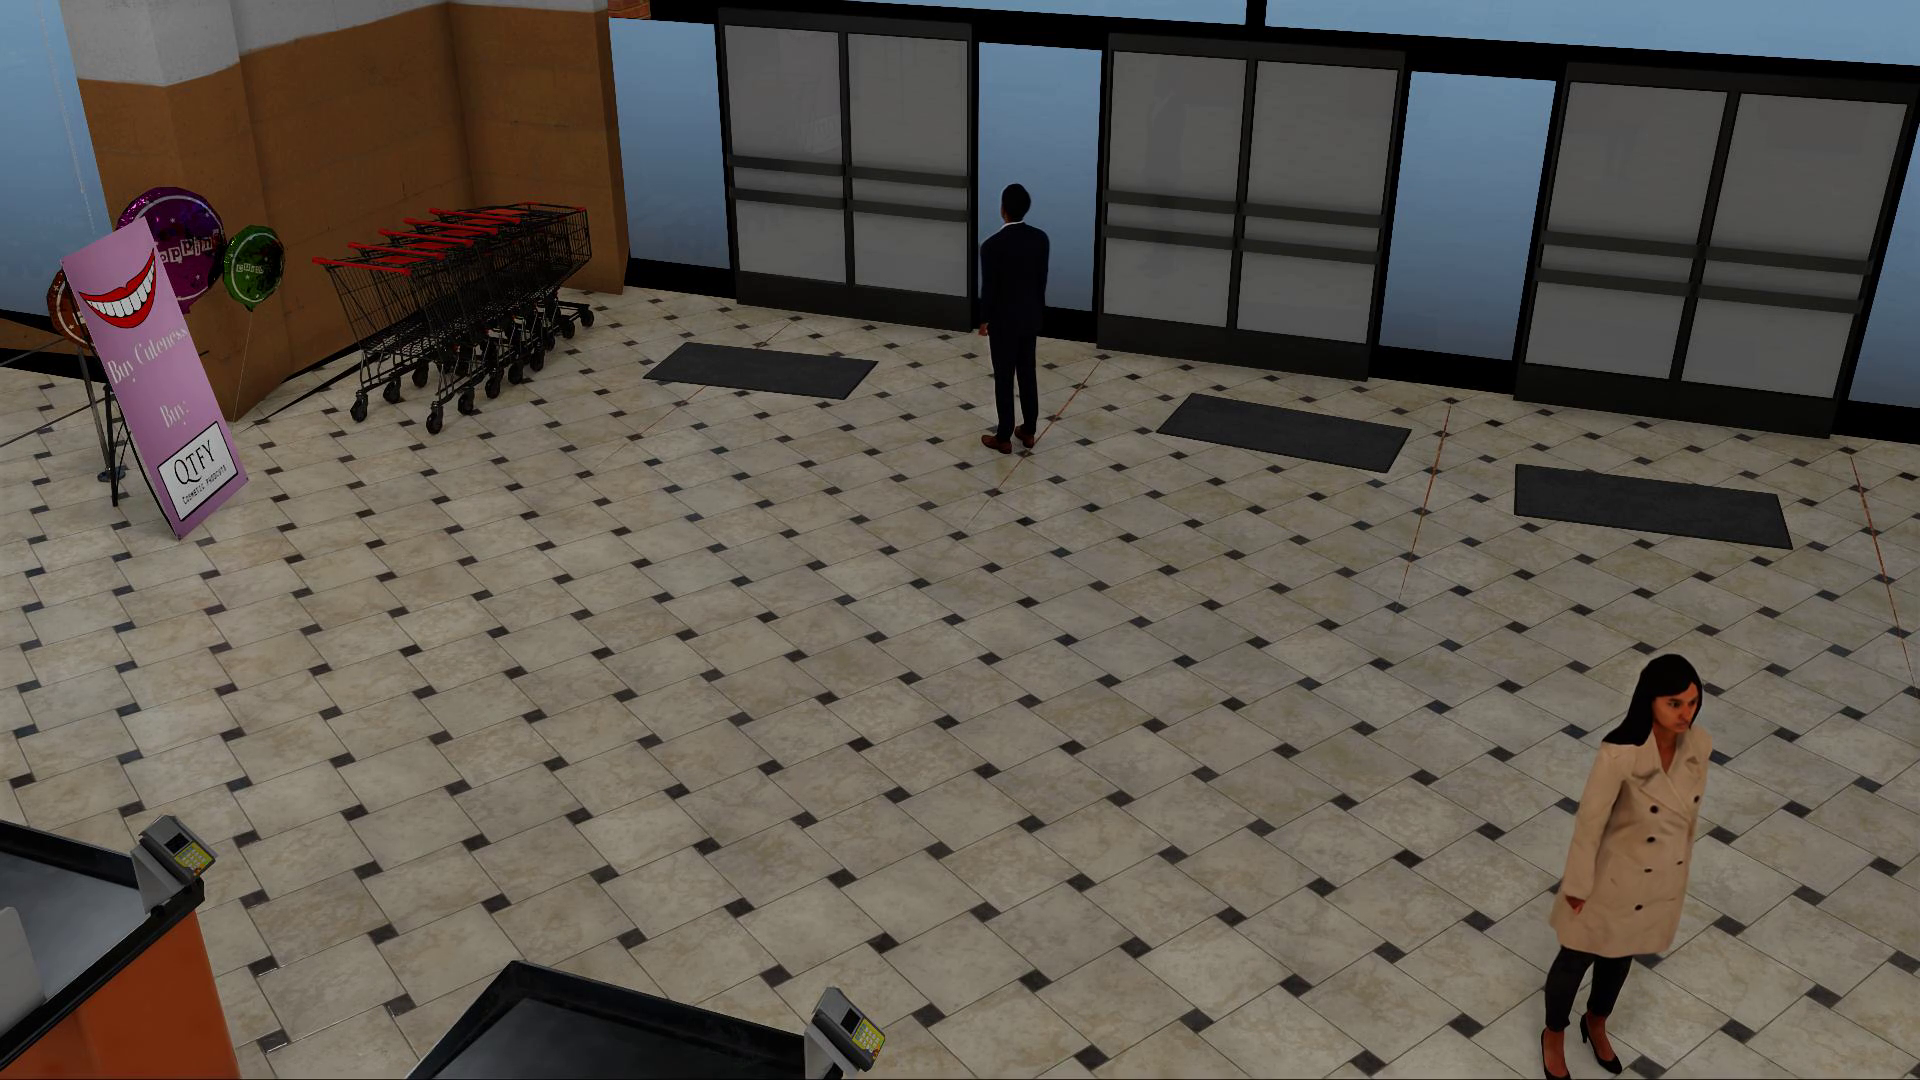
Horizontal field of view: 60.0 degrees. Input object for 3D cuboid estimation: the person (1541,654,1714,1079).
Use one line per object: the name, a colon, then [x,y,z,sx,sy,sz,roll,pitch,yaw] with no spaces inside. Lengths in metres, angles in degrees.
person: [2.225,1.118,5.572,0.712,1.681,0.734,-7,28,-14]

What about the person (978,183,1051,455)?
person: [0.341,-1.381,10.450,0.683,1.728,0.767,-15,31,-27]
